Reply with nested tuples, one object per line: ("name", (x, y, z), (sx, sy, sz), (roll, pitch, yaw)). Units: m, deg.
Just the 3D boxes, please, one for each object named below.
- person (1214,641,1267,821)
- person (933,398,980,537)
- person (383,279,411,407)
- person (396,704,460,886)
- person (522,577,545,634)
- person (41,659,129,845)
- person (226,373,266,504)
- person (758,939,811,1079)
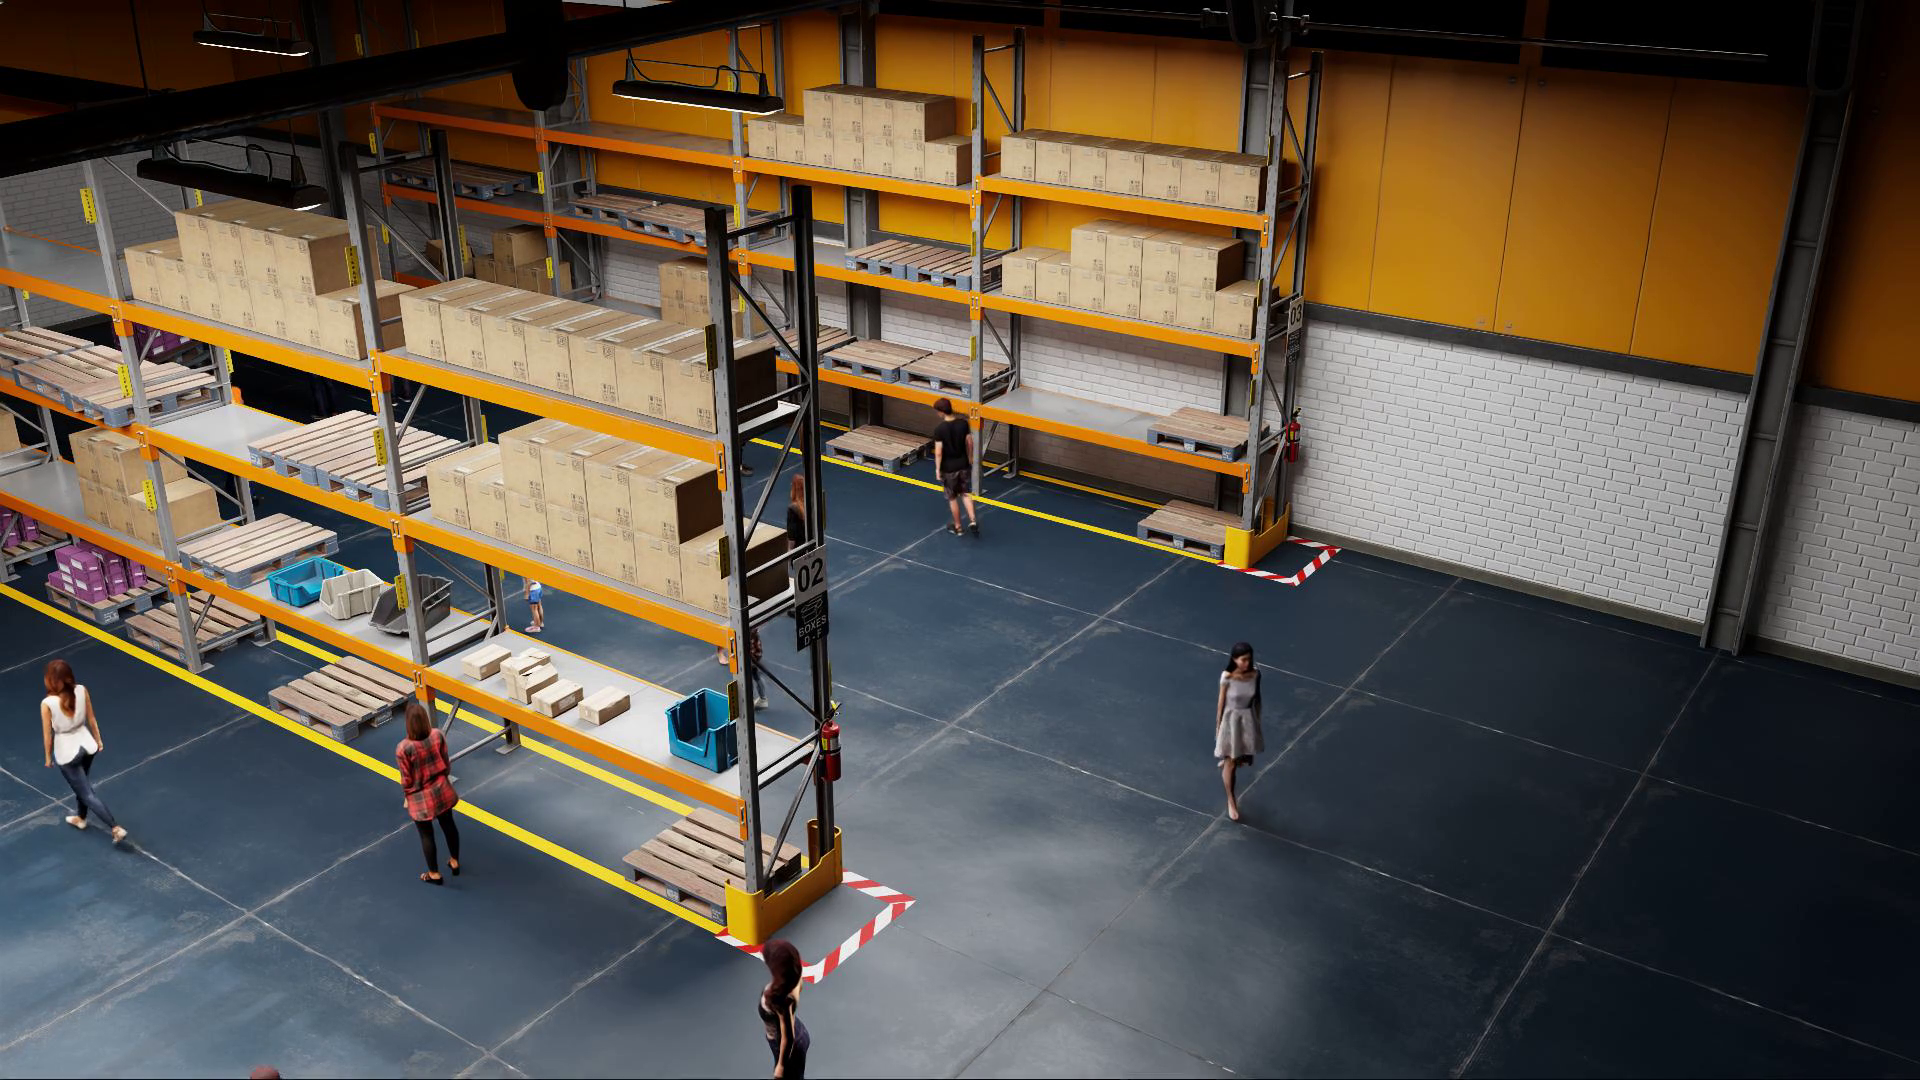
("person", (2.469, 1.679, 15.060), (0.898, 1.763, 0.966), (-5, 24, -11))
("person", (-0.046, -0.872, 20.816), (0.954, 1.827, 1.064), (-9, 25, -20))
("person", (-8.774, -3.056, 25.650), (0.541, 1.956, 0.624), (16, 28, 32))
("person", (-4.496, 2.141, 14.078), (0.594, 1.703, 0.636), (20, 31, 39))
("person", (-4.776, 0.542, 18.590), (0.508, 1.019, 0.477), (4, 24, 9))
("person", (-7.697, 1.896, 14.578), (1.129, 1.752, 0.670), (12, 27, 26))
("person", (-9.720, -1.414, 22.011), (1.032, 1.863, 0.841), (9, 25, 20))
("person", (-1.133, 3.398, 11.118), (0.714, 1.771, 0.693), (0, 24, 1))
